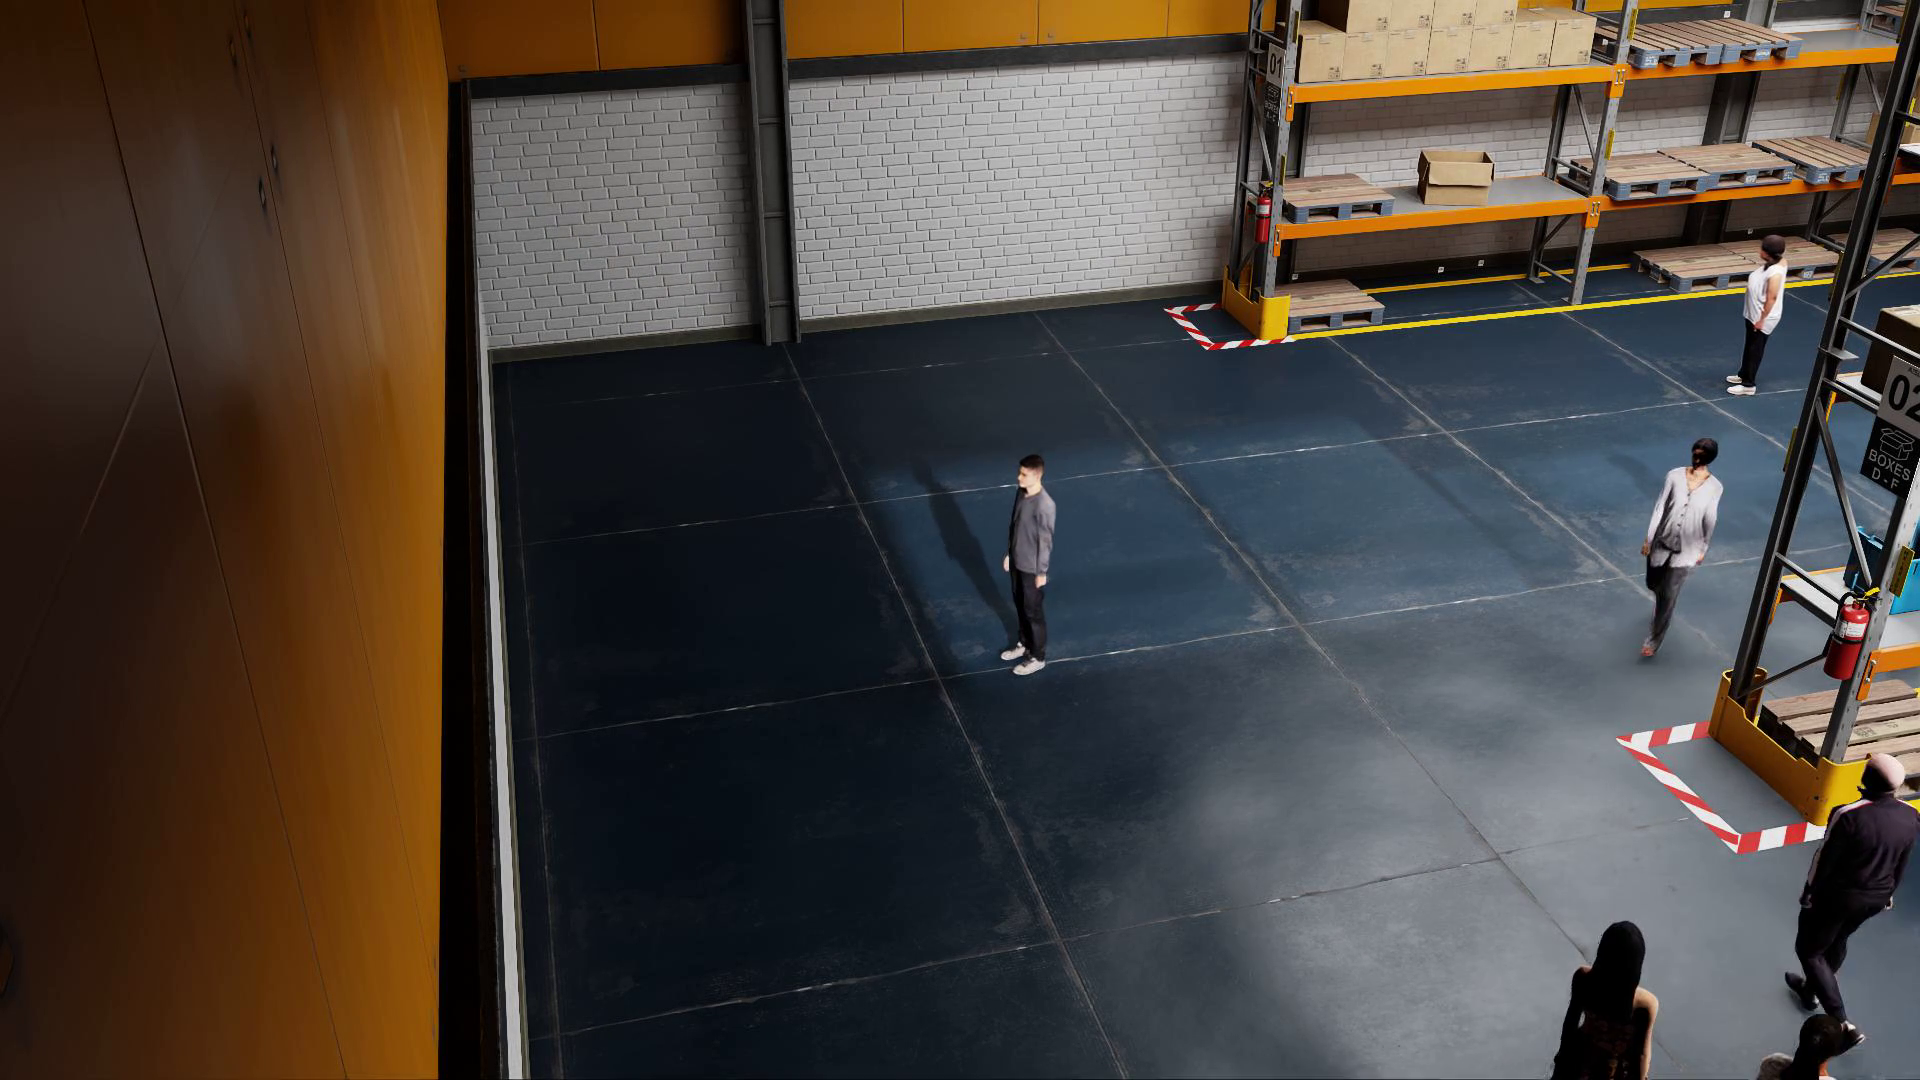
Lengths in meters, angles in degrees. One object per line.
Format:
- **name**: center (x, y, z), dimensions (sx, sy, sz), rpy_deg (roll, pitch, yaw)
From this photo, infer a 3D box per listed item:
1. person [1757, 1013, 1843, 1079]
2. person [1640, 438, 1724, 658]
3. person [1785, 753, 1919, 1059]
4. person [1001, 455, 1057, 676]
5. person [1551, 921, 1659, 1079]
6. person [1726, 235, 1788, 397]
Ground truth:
- **person**: center (3.756, 2.884, 7.623), dimensions (0.746, 1.630, 0.717), rpy_deg (-25, 37, -38)
- **person**: center (5.528, -0.007, 12.805), dimensions (1.026, 1.744, 1.125), rpy_deg (18, 34, 30)
- **person**: center (4.884, 2.008, 9.040), dimensions (1.038, 1.812, 0.831), rpy_deg (-2, 29, -4)
- **person**: center (0.533, 0.149, 12.501), dimensions (0.628, 1.762, 0.668), rpy_deg (-14, 31, -24)
- **person**: center (3.032, 2.616, 7.979), dimensions (0.832, 1.760, 0.910), rpy_deg (23, 36, 35)
- **person**: center (8.236, -2.329, 17.119), dimensions (0.811, 1.690, 0.763), rpy_deg (13, 31, 22)
